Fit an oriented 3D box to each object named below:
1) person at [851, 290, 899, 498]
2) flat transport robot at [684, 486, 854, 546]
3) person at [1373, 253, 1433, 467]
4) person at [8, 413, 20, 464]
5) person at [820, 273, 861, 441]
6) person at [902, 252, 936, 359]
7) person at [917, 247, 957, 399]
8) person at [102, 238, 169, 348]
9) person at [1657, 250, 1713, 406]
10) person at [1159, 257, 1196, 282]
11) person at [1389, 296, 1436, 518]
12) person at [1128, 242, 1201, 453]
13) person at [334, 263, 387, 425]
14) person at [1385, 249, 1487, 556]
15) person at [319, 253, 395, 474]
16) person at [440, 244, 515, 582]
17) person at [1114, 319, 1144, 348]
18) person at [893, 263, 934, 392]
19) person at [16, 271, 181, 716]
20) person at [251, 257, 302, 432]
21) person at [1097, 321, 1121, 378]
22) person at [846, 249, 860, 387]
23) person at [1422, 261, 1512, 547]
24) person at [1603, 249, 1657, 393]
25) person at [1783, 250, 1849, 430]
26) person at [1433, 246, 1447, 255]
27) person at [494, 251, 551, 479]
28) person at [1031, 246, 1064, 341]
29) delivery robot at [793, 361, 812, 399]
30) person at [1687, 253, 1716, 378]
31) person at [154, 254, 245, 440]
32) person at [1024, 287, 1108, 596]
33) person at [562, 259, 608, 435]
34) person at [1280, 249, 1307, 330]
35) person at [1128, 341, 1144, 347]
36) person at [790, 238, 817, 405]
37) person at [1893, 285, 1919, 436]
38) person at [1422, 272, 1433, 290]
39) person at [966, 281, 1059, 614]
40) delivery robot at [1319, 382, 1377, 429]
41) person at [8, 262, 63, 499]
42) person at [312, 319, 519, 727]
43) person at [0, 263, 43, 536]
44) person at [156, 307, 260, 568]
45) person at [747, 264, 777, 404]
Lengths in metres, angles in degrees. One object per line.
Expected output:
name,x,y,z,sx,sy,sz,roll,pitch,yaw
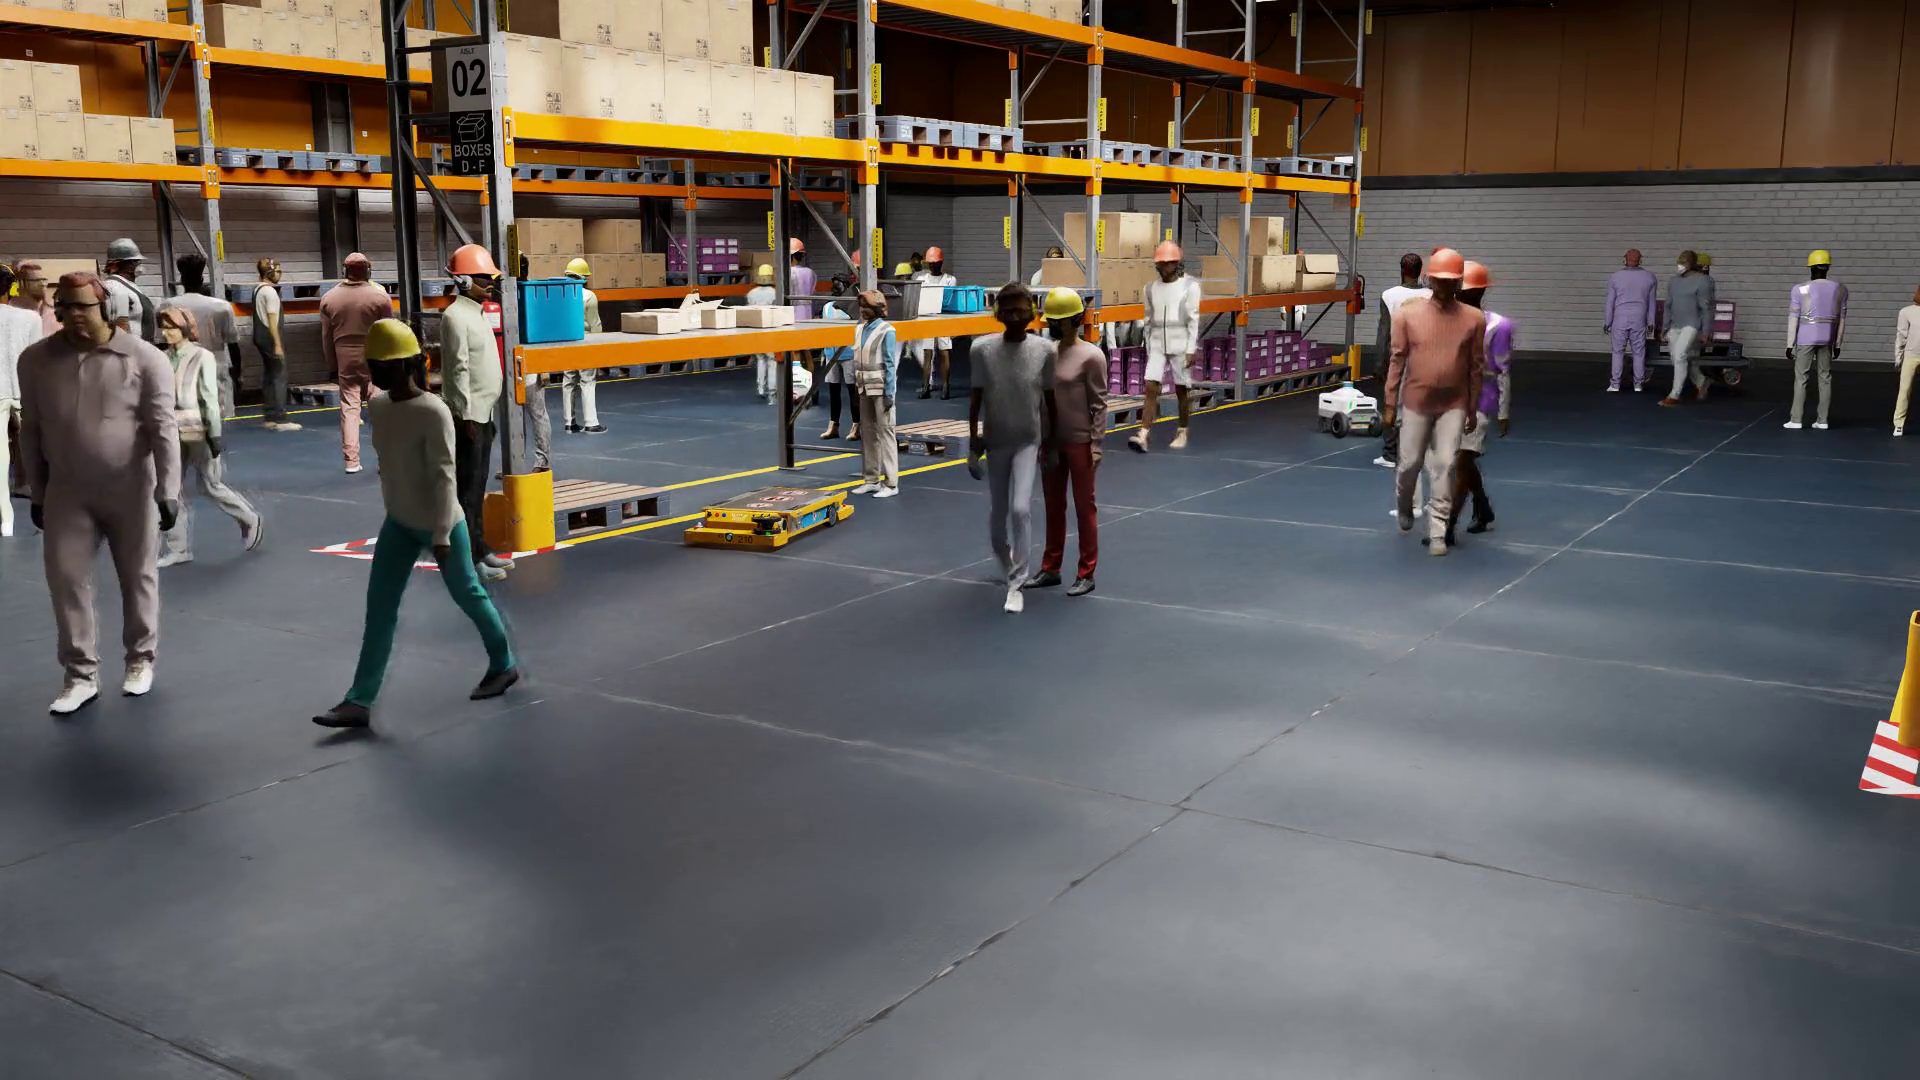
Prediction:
person,-0.669,-1.149,13.136,0.312,1.634,0.516,-8,13,-37
flat transport robot,-1.297,-0.181,11.539,0.652,0.197,1.431,3,11,17
person,4.001,-1.597,14.853,0.604,1.908,0.396,-2,10,-12
person,-8.736,-1.643,15.028,0.552,1.936,0.362,-3,11,-18
person,-1.188,-1.850,16.832,0.532,1.697,0.319,6,12,29
person,-0.663,-4.010,28.487,0.534,1.823,0.989,4,11,23
person,-0.308,-2.745,21.131,0.553,1.933,0.370,2,10,11
person,-7.262,-1.632,14.671,0.535,2.000,0.674,-4,11,-23
person,8.939,-2.592,20.345,0.808,1.911,0.638,-4,11,-20
person,2.972,-3.034,23.035,0.618,1.836,0.430,0,10,2
person,3.363,-0.972,12.194,0.528,1.616,0.296,-9,13,-39
person,1.954,-1.813,15.805,0.617,1.993,1.030,5,12,28
person,-6.544,-2.176,18.277,0.623,1.836,0.429,-9,13,-39
person,3.100,-0.917,10.918,0.627,1.969,0.770,1,10,6
person,-5.162,-1.520,14.415,0.651,1.910,0.409,0,10,2
person,-2.900,-0.759,9.963,0.391,1.995,0.613,0,10,-2
person,2.583,-3.354,24.874,0.610,1.814,0.645,2,10,10
person,-0.721,-2.796,22.003,0.903,1.712,0.542,-6,12,-29
person,-3.718,-0.200,7.169,0.672,1.878,0.777,-2,10,-12
person,-7.309,-2.076,17.695,0.370,1.837,0.536,-8,13,-37
person,2.061,-3.286,24.160,0.594,1.922,0.385,-4,11,-21
person,-1.362,-3.007,22.704,0.421,1.895,0.599,2,10,12
person,3.428,-0.928,11.203,1.003,1.894,0.561,-10,14,-43
person,8.882,-2.901,22.086,0.652,1.904,0.402,2,10,9
person,9.142,-2.134,17.803,0.588,1.918,0.397,1,10,3
person,7.334,-3.589,25.840,0.551,1.924,0.568,2,10,9
person,-3.695,-1.463,14.019,0.633,1.939,0.368,5,11,25
person,1.220,-2.834,21.613,0.636,1.939,0.364,-6,12,-30
delivery robot,-1.978,-1.914,20.094,0.477,0.478,0.707,0,10,0
person,10.885,-3.303,24.507,0.404,1.833,0.590,-4,11,-22
person,-6.206,-1.368,13.590,0.620,1.908,1.050,-3,11,-15
person,0.602,-0.558,9.514,0.337,1.759,0.524,-10,14,-44
person,-3.967,-2.015,17.377,0.602,1.827,0.404,5,11,27
person,5.253,-3.633,26.223,0.580,1.879,0.347,-7,12,-34
person,2.952,-4.056,28.255,0.612,1.986,0.401,7,12,34
person,-2.015,-2.673,20.435,0.396,2.044,0.609,7,12,33
person,9.896,-1.863,17.113,0.495,1.626,0.285,5,11,24
person,5.352,-2.244,19.080,0.548,1.665,0.755,1,10,8
person,0.294,-0.554,9.359,0.528,1.817,0.909,0,10,2
delivery robot,4.016,-1.398,17.234,0.477,0.478,0.707,-3,11,-16
person,-7.054,-1.206,12.821,0.984,1.850,0.671,3,11,18
person,-2.269,-0.080,7.024,0.536,1.704,1.002,6,12,30
person,-6.524,-0.959,11.422,0.532,1.869,0.311,-5,11,-26
person,-4.803,-0.663,10.476,0.524,1.614,0.700,4,11,22
person,-2.394,-2.545,20.630,0.517,1.716,0.529,3,11,18
